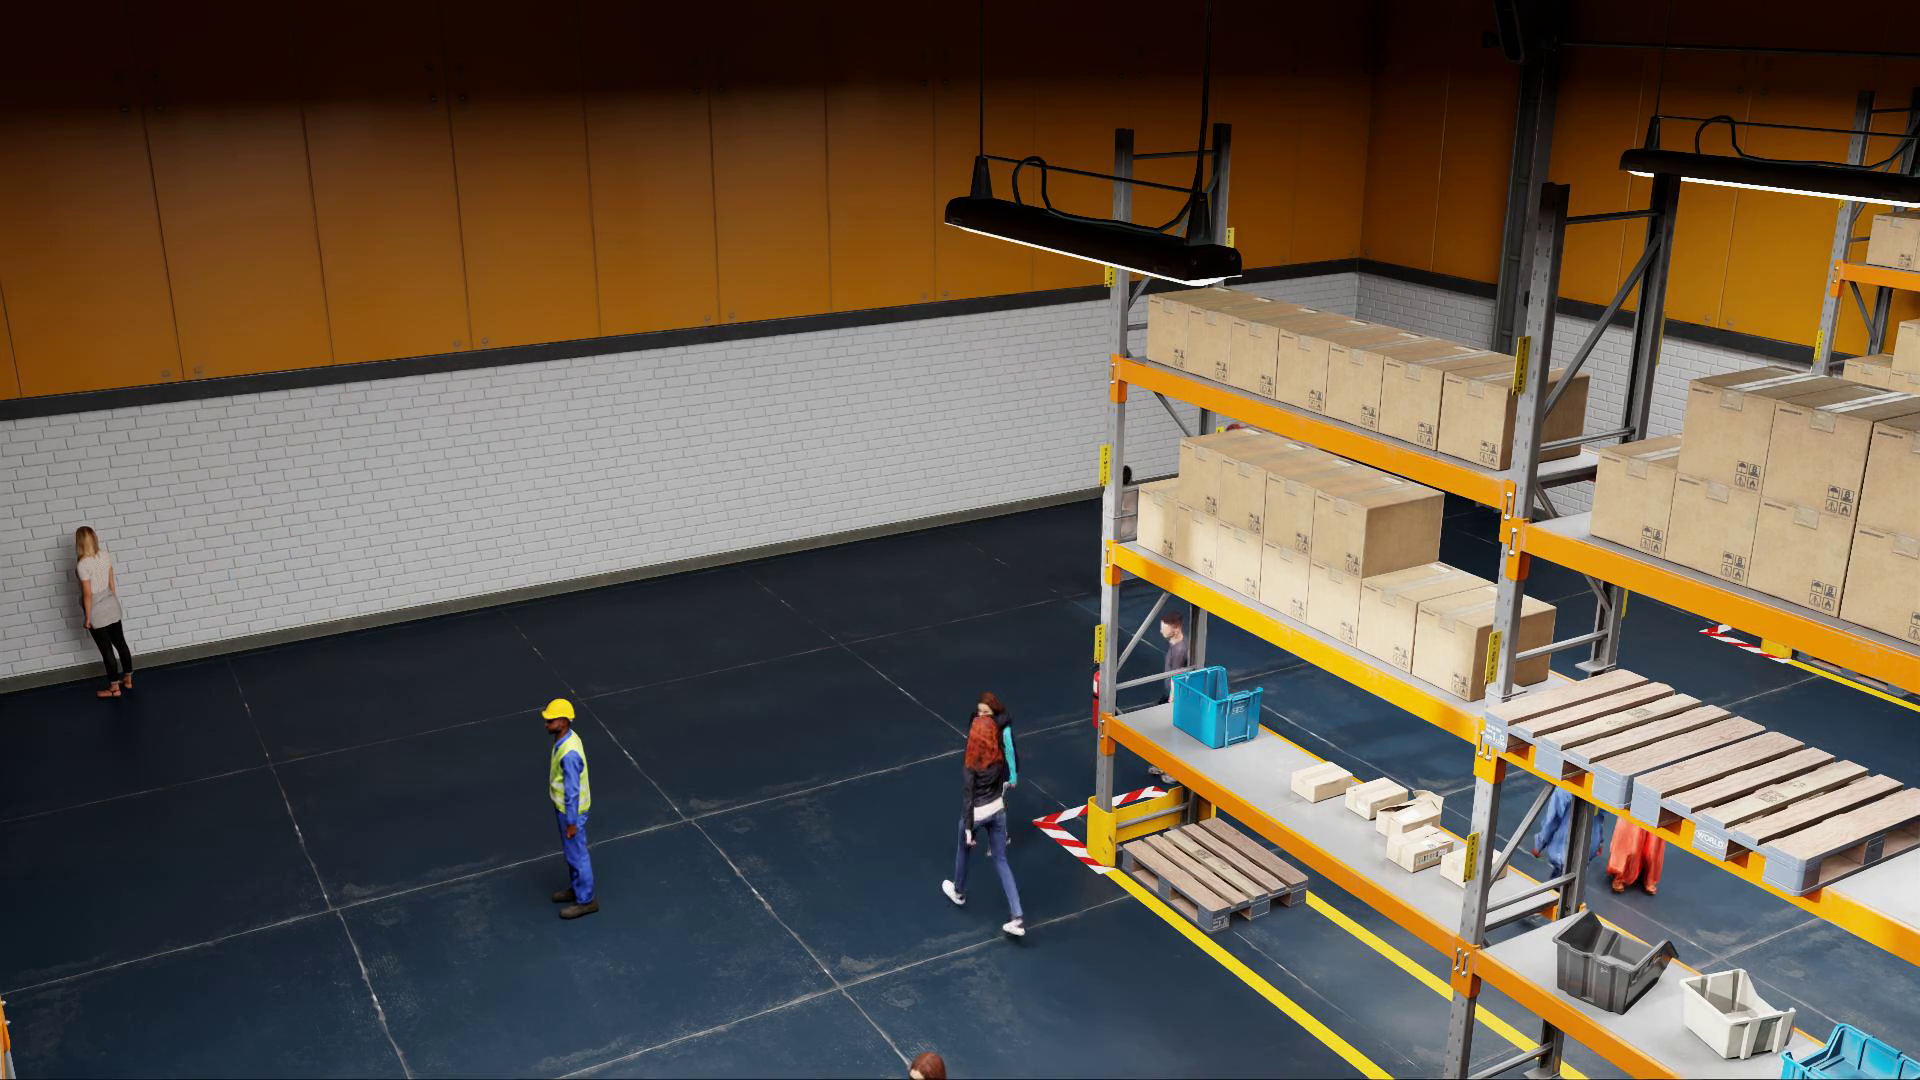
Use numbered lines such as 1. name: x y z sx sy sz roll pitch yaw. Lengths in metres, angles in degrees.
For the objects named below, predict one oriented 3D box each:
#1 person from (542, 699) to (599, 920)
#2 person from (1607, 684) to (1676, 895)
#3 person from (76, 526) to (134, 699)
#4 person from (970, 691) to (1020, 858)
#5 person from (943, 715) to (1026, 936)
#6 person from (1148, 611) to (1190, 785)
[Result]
1. person: -3.051 2.075 13.037 0.754 1.812 0.561 -7 20 -20
2. person: 5.527 1.986 13.318 0.733 1.801 0.769 2 19 7
3. person: -8.767 0.725 17.027 0.740 1.824 0.681 5 19 14
4. person: 0.340 1.923 14.008 0.630 1.480 0.730 18 25 42
5. person: 0.251 2.211 12.738 0.606 1.745 1.231 -12 22 -31
6. person: 2.046 1.440 15.044 0.854 1.735 0.726 1 19 3
